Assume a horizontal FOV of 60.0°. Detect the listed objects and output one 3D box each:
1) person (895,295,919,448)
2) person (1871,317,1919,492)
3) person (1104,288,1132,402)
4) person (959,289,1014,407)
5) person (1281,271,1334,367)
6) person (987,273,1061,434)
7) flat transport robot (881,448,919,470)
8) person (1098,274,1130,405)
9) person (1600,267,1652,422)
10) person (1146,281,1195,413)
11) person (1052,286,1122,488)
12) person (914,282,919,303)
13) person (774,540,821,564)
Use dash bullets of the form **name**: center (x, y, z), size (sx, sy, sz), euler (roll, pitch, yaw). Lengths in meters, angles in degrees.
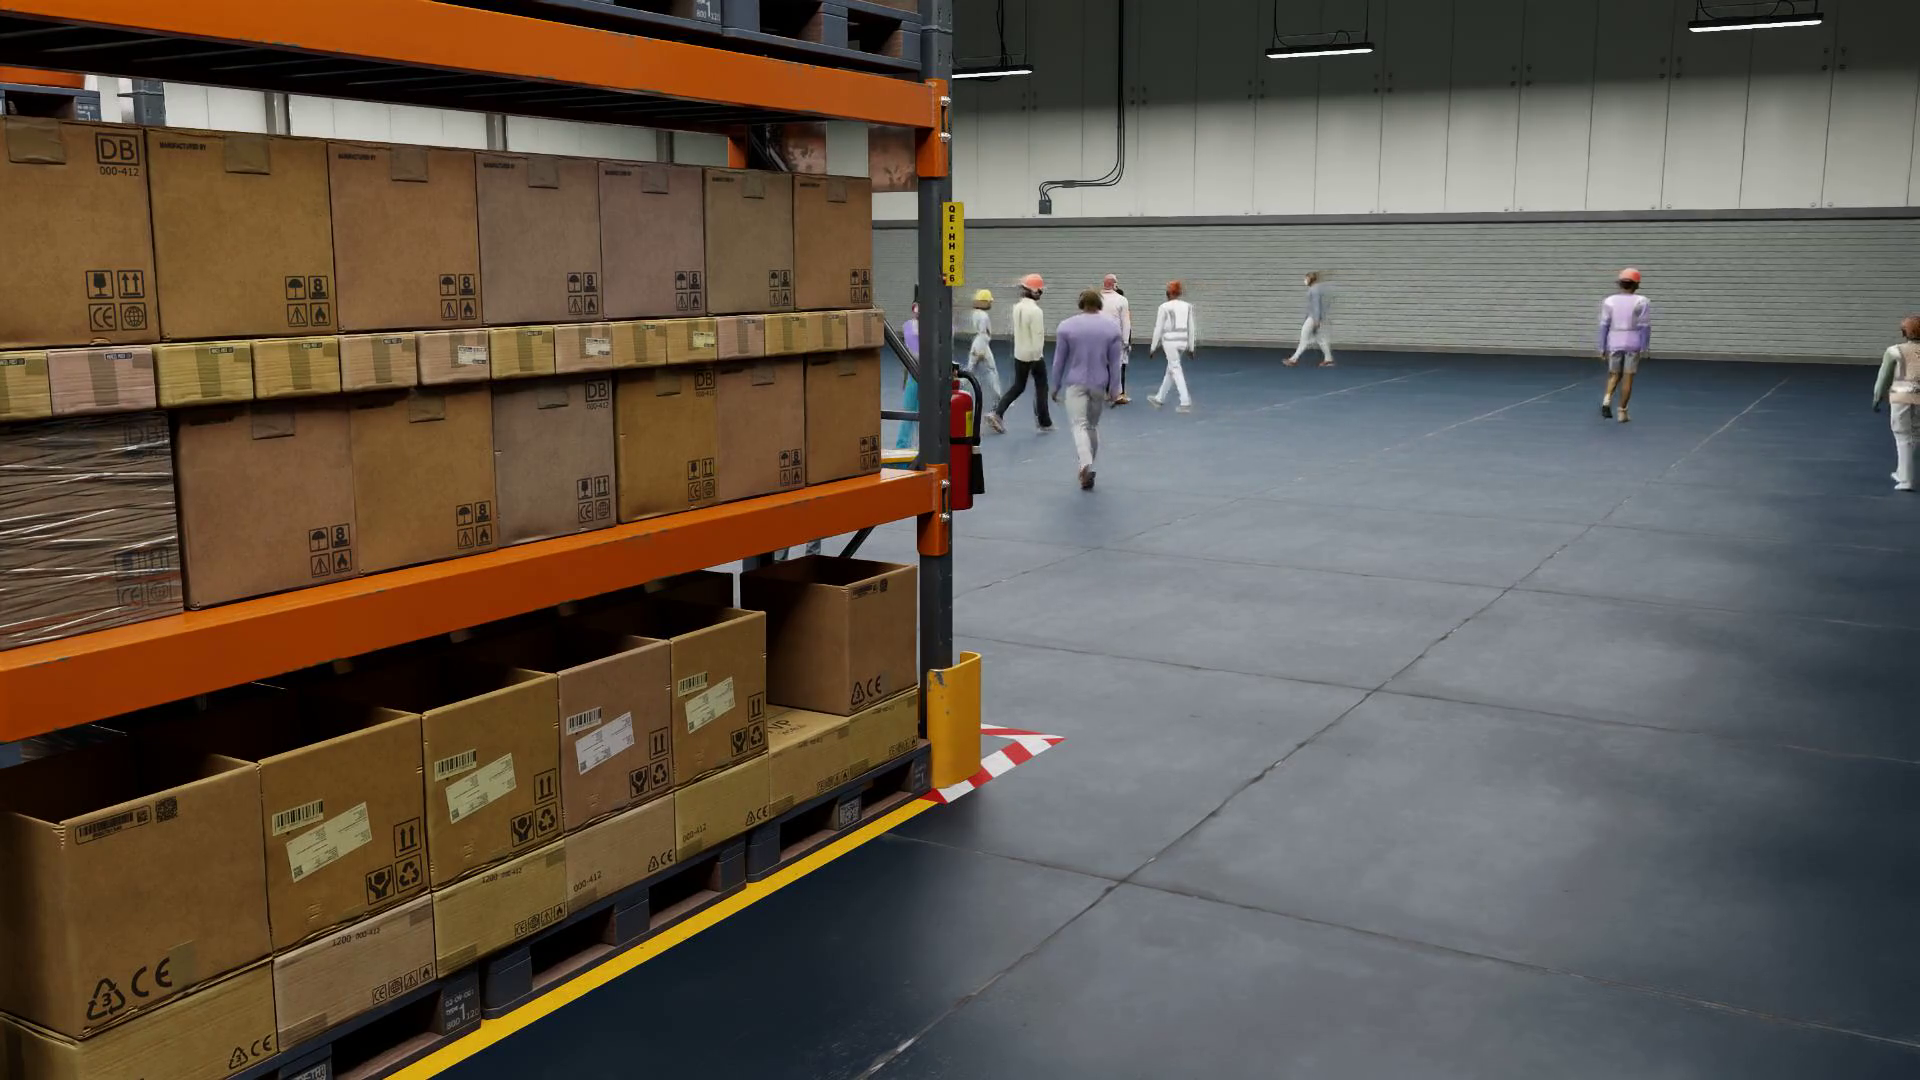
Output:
- **person**: center (-0.398, -1.704, 17.591), size (0.643, 1.790, 0.913), euler (7, 12, 37)
- **person**: center (8.846, -1.278, 15.571), size (0.539, 1.600, 0.804), euler (1, 10, 8)
- **person**: center (2.335, -2.898, 24.804), size (0.535, 1.700, 0.318), euler (8, 12, 38)
- **person**: center (0.295, -2.756, 23.961), size (0.891, 1.702, 0.487), euler (-3, 10, -18)
- **person**: center (6.910, -4.341, 32.733), size (1.043, 1.880, 0.654), euler (2, 10, 9)
- **person**: center (0.796, -2.262, 20.292), size (0.899, 1.970, 0.608), euler (-6, 11, -32)
- **flat transport robot**: center (-0.852, -0.750, 16.404), size (1.431, 0.197, 0.652), euler (-6, 11, -31)
- **person**: center (2.200, -2.941, 24.450), size (0.652, 1.906, 0.403), euler (5, 11, 25)
- **person**: center (8.715, -2.542, 21.766), size (0.616, 2.028, 0.465), euler (9, 13, 44)
- **person**: center (2.955, -2.707, 23.336), size (0.603, 1.823, 1.011), euler (-7, 12, -36)
- **person**: center (1.218, -1.451, 15.762), size (0.640, 1.909, 0.936), euler (-2, 10, -9)
- **person**: center (-0.876, -6.030, 42.762), size (0.635, 1.823, 0.698), euler (-3, 10, -18)
- **person**: center (-1.136, -0.559, 11.302), size (0.507, 1.633, 0.276), euler (4, 10, 20)
